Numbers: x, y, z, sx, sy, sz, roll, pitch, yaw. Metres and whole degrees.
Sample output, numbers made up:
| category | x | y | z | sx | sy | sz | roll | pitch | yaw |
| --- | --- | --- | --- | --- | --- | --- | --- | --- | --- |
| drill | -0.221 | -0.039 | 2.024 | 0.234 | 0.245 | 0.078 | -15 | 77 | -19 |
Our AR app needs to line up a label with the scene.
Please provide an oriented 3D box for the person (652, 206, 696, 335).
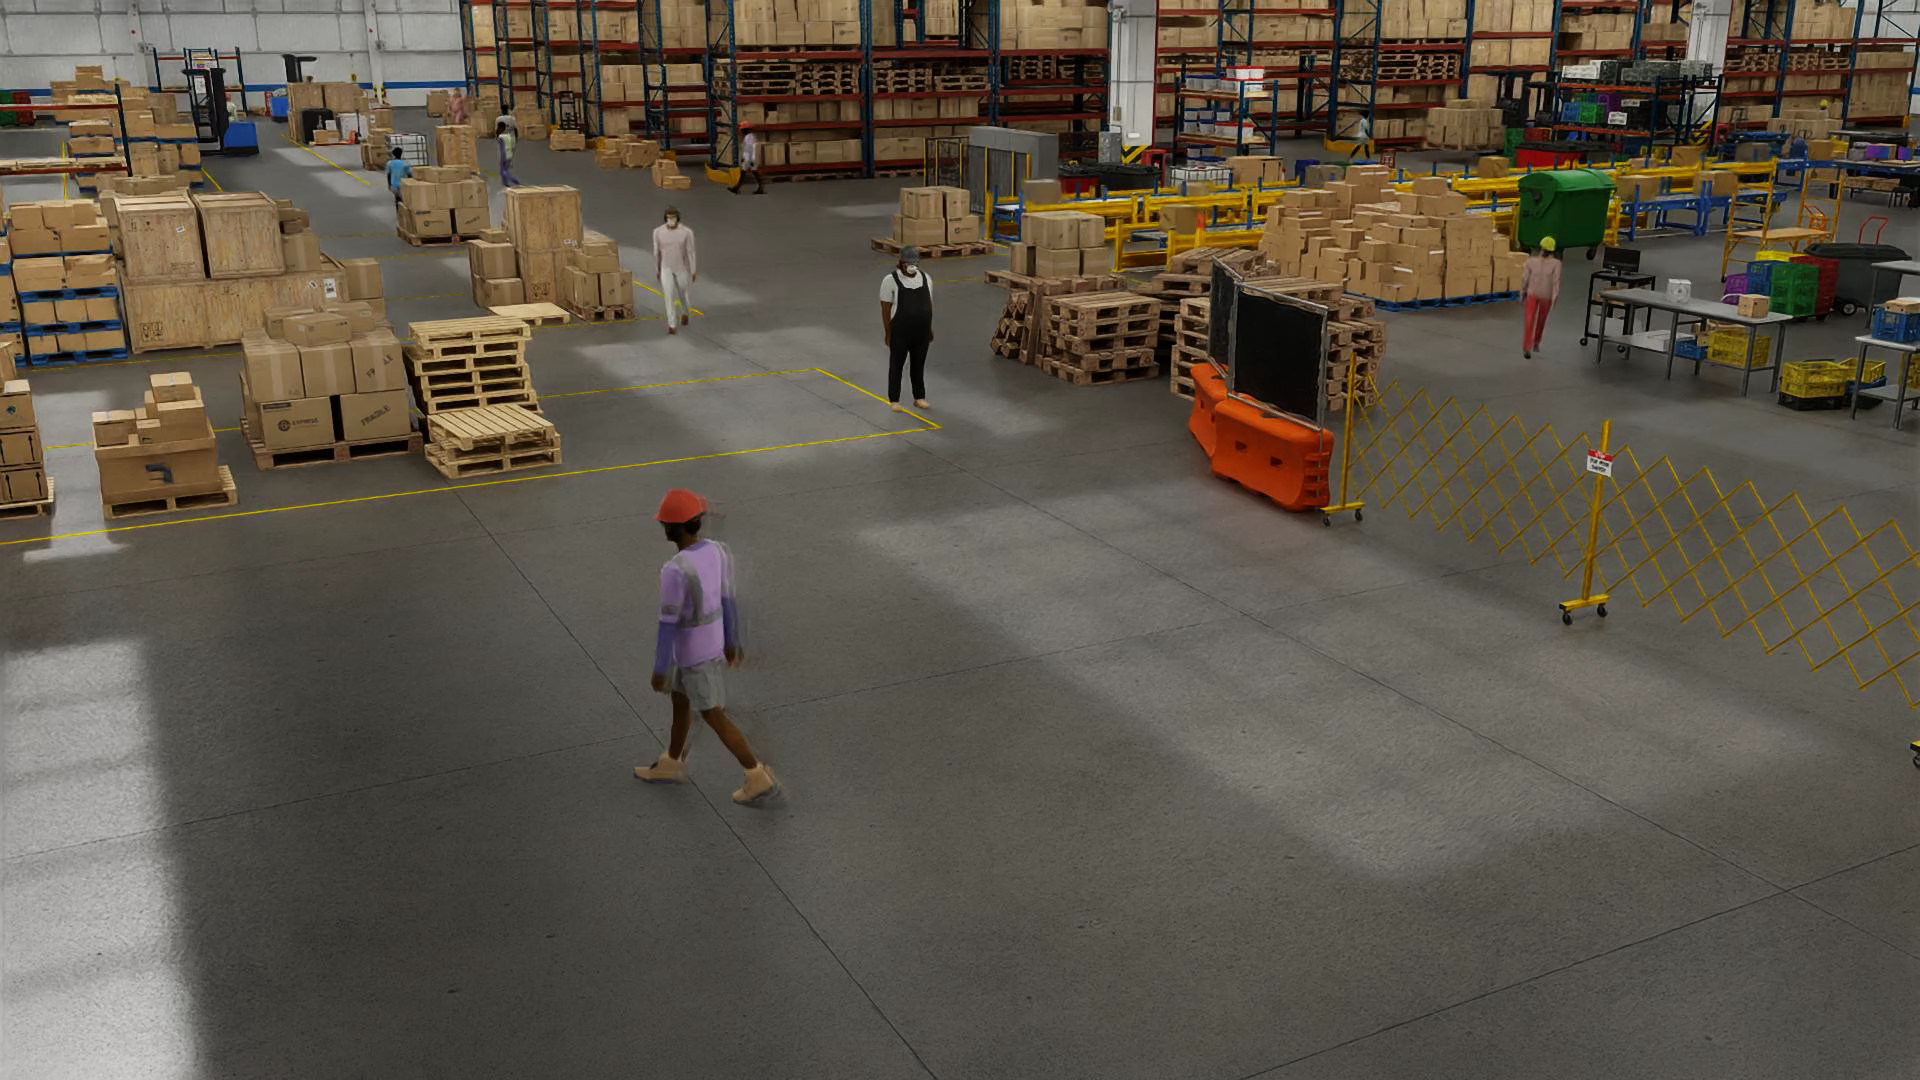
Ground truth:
| category | x | y | z | sx | sy | sz | roll | pitch | yaw |
| --- | --- | --- | --- | --- | --- | --- | --- | --- | --- |
| person | -4.314 | -4.124 | 25.271 | 0.638 | 1.914 | 0.854 | -1 | 18 | -2 |

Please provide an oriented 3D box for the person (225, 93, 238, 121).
| category | x | y | z | sx | sy | sz | roll | pitch | yaw |
| --- | --- | --- | --- | --- | --- | --- | --- | --- | --- |
| person | -25.058 | -14.305 | 56.986 | 0.624 | 1.945 | 0.734 | -3 | 18 | -9 |

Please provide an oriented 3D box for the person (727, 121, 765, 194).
| category | x | y | z | sx | sy | sz | roll | pitch | yaw |
| --- | --- | --- | --- | --- | --- | --- | --- | --- | --- |
| person | -5.646 | -10.055 | 43.791 | 1.012 | 1.875 | 0.554 | 0 | 18 | 1 |

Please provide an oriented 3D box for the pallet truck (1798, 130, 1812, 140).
| category | x | y | z | sx | sy | sz | roll | pitch | yaw |
| --- | --- | --- | --- | --- | --- | --- | --- | --- | --- |
| pallet truck | 25.526 | -11.556 | 49.408 | 1.630 | 1.274 | 0.653 | -9 | 20 | -26 |

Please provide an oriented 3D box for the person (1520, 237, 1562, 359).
| category | x | y | z | sx | sy | sz | roll | pitch | yaw |
| --- | --- | --- | --- | --- | --- | --- | --- | --- | --- |
| person | 8.161 | -3.427 | 23.423 | 0.523 | 1.703 | 0.976 | 6 | 19 | 17 |

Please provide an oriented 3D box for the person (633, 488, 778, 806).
| category | x | y | z | sx | sy | sz | roll | pitch | yaw |
| --- | --- | --- | --- | --- | --- | --- | --- | --- | --- |
| person | -1.578 | 0.659 | 10.212 | 1.030 | 2.004 | 0.633 | 6 | 19 | 17 |

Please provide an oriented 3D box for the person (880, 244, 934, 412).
| category | x | y | z | sx | sy | sz | roll | pitch | yaw |
| --- | --- | --- | --- | --- | --- | --- | --- | --- | --- |
| person | -0.595 | -2.574 | 20.214 | 0.685 | 2.000 | 0.535 | -9 | 20 | -26 |

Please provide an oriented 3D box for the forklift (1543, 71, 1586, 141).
| category | x | y | z | sx | sy | sz | roll | pitch | yaw |
| --- | --- | --- | --- | --- | --- | --- | --- | --- | --- |
| forklift | 18.685 | -13.231 | 52.085 | 1.873 | 2.768 | 1.129 | -9 | 20 | -26 |

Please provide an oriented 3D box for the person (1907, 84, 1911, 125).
| category | x | y | z | sx | sy | sz | roll | pitch | yaw |
| --- | --- | --- | --- | --- | --- | --- | --- | --- | --- |
| person | 39.143 | -18.031 | 68.939 | 0.503 | 1.697 | 0.887 | -9 | 20 | -25 |

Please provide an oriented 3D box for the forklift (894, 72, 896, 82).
| category | x | y | z | sx | sy | sz | roll | pitch | yaw |
| --- | --- | --- | --- | --- | --- | --- | --- | --- | --- |
| forklift | -1.685 | -13.187 | 51.946 | 1.873 | 2.768 | 1.129 | -9 | 20 | -26 |

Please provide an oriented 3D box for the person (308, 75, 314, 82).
| category | x | y | z | sx | sy | sz | roll | pitch | yaw |
| --- | --- | --- | --- | --- | --- | --- | --- | --- | --- |
| person | -28.464 | -19.381 | 72.837 | 0.936 | 1.908 | 0.641 | -5 | 18 | -15 |

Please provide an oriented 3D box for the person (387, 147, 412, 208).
| category | x | y | z | sx | sy | sz | roll | pitch | yaw |
| --- | --- | --- | --- | --- | --- | --- | --- | --- | --- |
| person | -12.874 | -8.200 | 38.346 | 0.554 | 1.659 | 0.797 | -2 | 18 | -5 |

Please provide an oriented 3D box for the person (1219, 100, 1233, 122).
| category | x | y | z | sx | sy | sz | roll | pitch | yaw |
| --- | --- | --- | --- | --- | --- | --- | --- | --- | --- |
| person | 10.659 | -17.333 | 66.522 | 1.037 | 1.847 | 0.657 | -6 | 19 | -17 |

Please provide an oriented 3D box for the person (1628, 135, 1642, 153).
| category | x | y | z | sx | sy | sz | roll | pitch | yaw |
| --- | --- | --- | --- | --- | --- | --- | --- | --- | --- |
| person | 20.045 | -11.754 | 49.043 | 0.959 | 1.900 | 0.654 | 5 | 18 | 15 |

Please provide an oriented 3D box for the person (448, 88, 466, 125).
| category | x | y | z | sx | sy | sz | roll | pitch | yaw |
| --- | --- | --- | --- | --- | --- | --- | --- | --- | --- |
| person | -18.937 | -16.116 | 62.762 | 0.673 | 1.878 | 0.841 | 5 | 18 | 14 |

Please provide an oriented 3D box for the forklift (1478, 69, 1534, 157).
| category | x | y | z | sx | sy | sz | roll | pitch | yaw |
| --- | --- | --- | --- | --- | --- | --- | --- | --- | --- |
| forklift | 18.091 | -13.879 | 54.104 | 1.873 | 2.768 | 1.129 | -9 | 20 | -26 |

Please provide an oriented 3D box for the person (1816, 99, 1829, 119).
| category | x | y | z | sx | sy | sz | roll | pitch | yaw |
| --- | --- | --- | --- | --- | --- | --- | --- | --- | --- |
| person | 28.655 | -13.705 | 55.282 | 0.605 | 1.812 | 0.591 | -7 | 19 | -20 |

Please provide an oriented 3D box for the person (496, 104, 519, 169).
| category | x | y | z | sx | sy | sz | roll | pitch | yaw |
| --- | --- | --- | --- | --- | --- | --- | --- | --- | --- |
| person | -13.762 | -12.261 | 50.559 | 0.613 | 1.945 | 0.708 | -2 | 18 | -5 |

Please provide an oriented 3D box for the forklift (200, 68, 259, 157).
| category | x | y | z | sx | sy | sz | roll | pitch | yaw |
| --- | --- | --- | --- | --- | --- | --- | --- | --- | --- |
| forklift | -24.373 | -14.147 | 54.938 | 1.873 | 2.768 | 1.129 | -9 | 20 | -26 |

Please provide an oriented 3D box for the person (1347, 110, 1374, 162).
| category | x | y | z | sx | sy | sz | roll | pitch | yaw |
| --- | --- | --- | --- | --- | --- | --- | --- | --- | --- |
| person | 12.717 | -12.770 | 52.619 | 0.877 | 1.656 | 0.539 | 2 | 18 | 6 |

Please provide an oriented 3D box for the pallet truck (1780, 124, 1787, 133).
| category | x | y | z | sx | sy | sz | roll | pitch | yaw |
| --- | --- | --- | --- | --- | --- | --- | --- | --- | --- |
| pallet truck | 25.206 | -12.542 | 52.601 | 1.601 | 1.201 | 0.680 | 0 | 18 | -2 |

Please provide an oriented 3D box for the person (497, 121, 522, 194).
| category | x | y | z | sx | sy | sz | roll | pitch | yaw |
| --- | --- | --- | --- | --- | --- | --- | --- | --- | --- |
| person | -11.898 | -10.035 | 43.701 | 0.618 | 1.902 | 0.595 | 2 | 18 | 5 |

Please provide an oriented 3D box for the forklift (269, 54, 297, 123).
| category | x | y | z | sx | sy | sz | roll | pitch | yaw |
| --- | --- | --- | --- | --- | --- | --- | --- | --- | --- |
| forklift | -28.317 | -19.150 | 70.537 | 1.873 | 2.768 | 1.129 | -9 | 20 | -26 |

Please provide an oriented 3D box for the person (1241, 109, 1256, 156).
| category | x | y | z | sx | sy | sz | roll | pitch | yaw |
| --- | --- | --- | --- | --- | --- | --- | --- | --- | --- |
| person | 9.117 | -12.870 | 52.902 | 0.642 | 1.648 | 0.788 | 2 | 18 | 6 |

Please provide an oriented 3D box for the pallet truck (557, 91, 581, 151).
| category | x | y | z | sx | sy | sz | roll | pitch | yaw |
| --- | --- | --- | --- | --- | --- | --- | --- | --- | --- |
| pallet truck | -13.495 | -14.412 | 57.188 | 0.823 | 1.965 | 1.885 | -3 | 18 | -9 |
